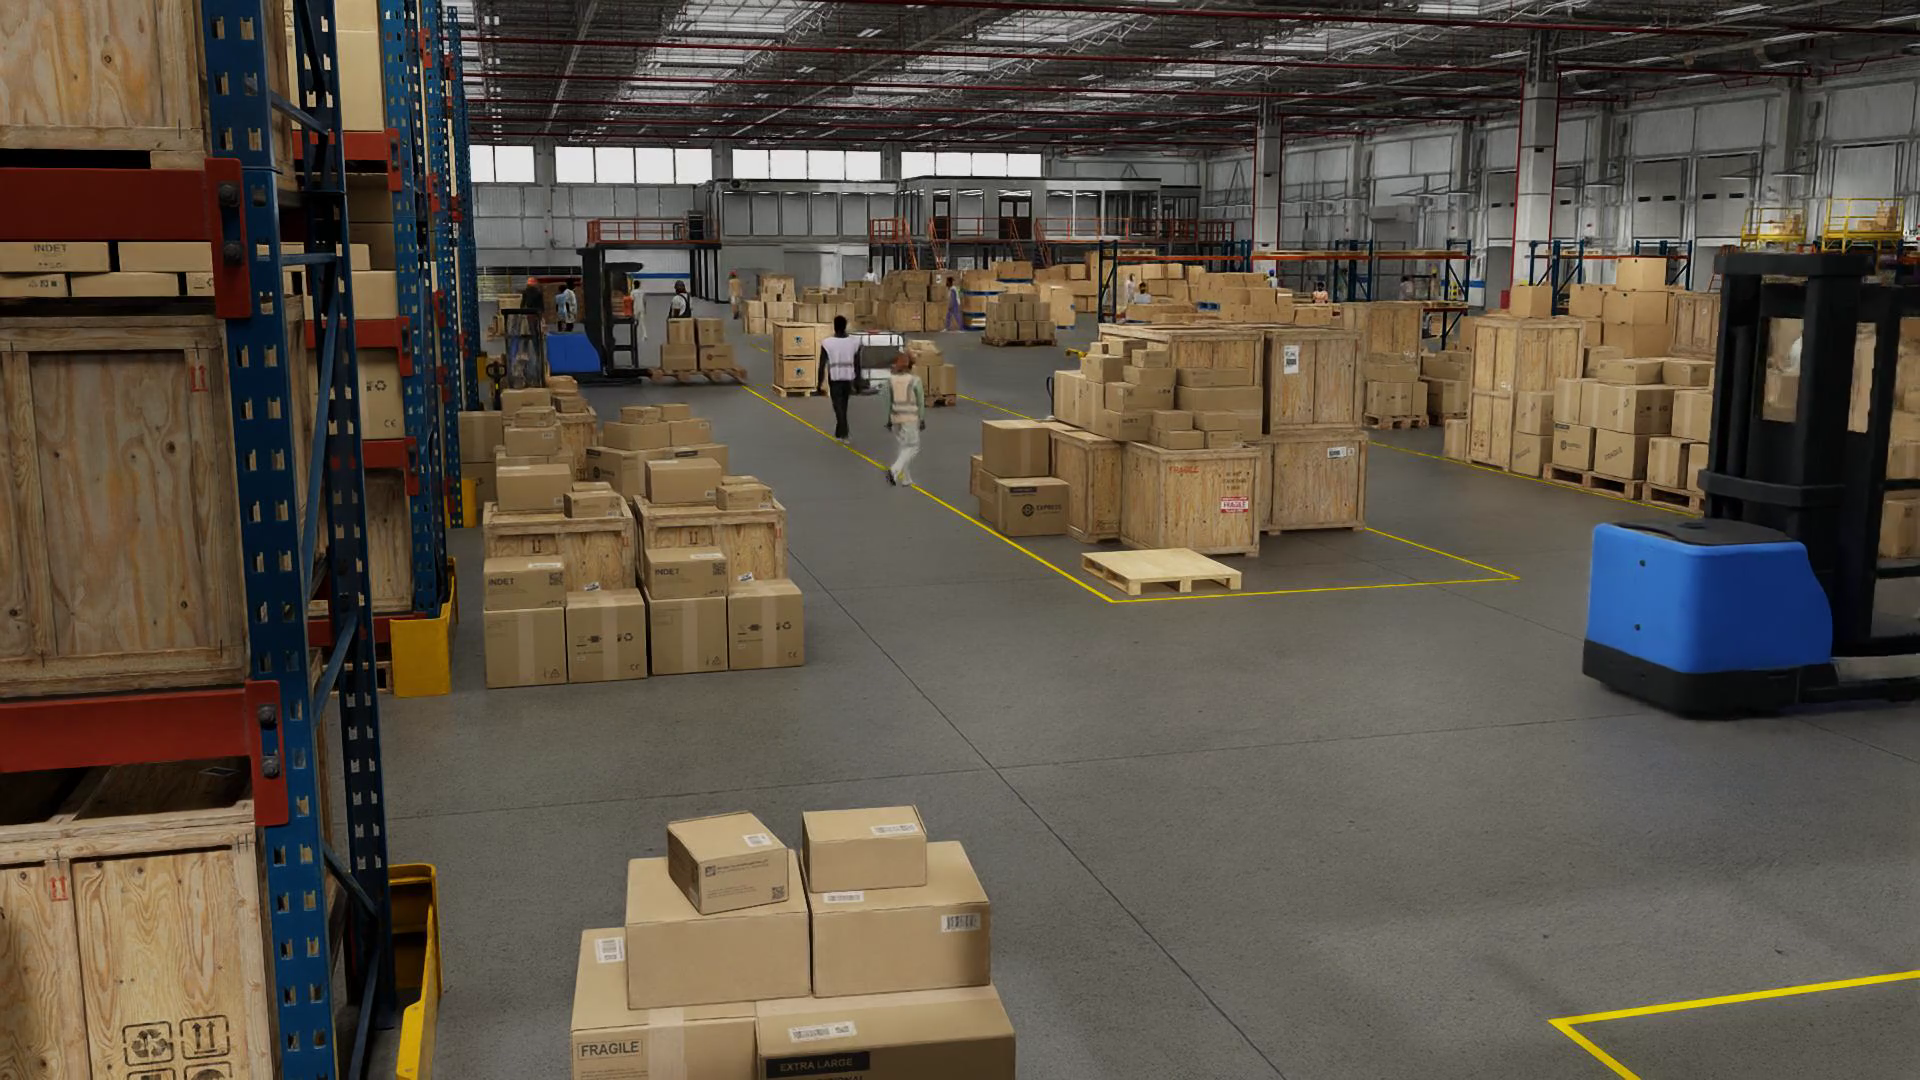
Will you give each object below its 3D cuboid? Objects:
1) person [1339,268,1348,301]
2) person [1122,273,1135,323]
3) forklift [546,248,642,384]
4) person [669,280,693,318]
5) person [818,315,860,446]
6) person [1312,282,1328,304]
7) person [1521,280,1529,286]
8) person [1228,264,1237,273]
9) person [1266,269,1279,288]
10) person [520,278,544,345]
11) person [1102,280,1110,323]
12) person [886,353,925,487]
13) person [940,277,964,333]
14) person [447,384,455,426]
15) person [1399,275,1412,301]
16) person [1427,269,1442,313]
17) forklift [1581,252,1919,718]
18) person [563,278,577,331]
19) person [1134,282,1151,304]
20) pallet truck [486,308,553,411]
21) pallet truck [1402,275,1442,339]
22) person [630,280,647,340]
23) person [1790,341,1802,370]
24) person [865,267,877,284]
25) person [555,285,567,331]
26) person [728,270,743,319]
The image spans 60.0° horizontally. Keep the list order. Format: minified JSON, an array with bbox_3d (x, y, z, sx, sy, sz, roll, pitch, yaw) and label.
[{"bbox_3d":[18.467,-12.077,79.535,0.634,1.825,0.654,8,13,40],"label":"person"},{"bbox_3d":[6.263,-8.787,60.702,0.829,1.904,0.636,8,13,40],"label":"person"},{"bbox_3d":[-7.606,-4.618,34.321,1.873,2.768,1.129,-3,10,-15],"label":"forklift"},{"bbox_3d":[-6.916,-5.380,41.016,0.539,2.000,0.689,5,11,25],"label":"person"},{"bbox_3d":[-1.725,-2.315,24.129,0.605,1.884,0.941,-4,11,-22],"label":"person"},{"bbox_3d":[11.976,-7.733,55.341,0.534,1.693,0.321,5,11,28],"label":"person"},{"bbox_3d":[16.599,-6.724,49.050,0.595,1.897,0.853,8,13,39],"label":"person"},{"bbox_3d":[14.492,-13.765,88.688,0.621,1.974,0.741,-7,12,-35],"label":"person"},{"bbox_3d":[12.560,-9.926,67.024,0.614,1.943,0.405,-6,11,-29],"label":"person"},{"bbox_3d":[-12.562,-6.691,48.727,0.629,1.931,1.060,2,10,11],"label":"person"},{"bbox_3d":[4.919,-7.926,56.270,0.296,1.745,0.485,4,11,21],"label":"person"},{"bbox_3d":[-0.683,-1.410,19.717,0.511,1.617,0.587,8,12,36],"label":"person"},{"bbox_3d":[-0.267,-7.774,55.108,0.929,1.847,0.604,-2,10,-13],"label":"person"},{"bbox_3d":[-6.334,-1.583,20.091,0.430,1.841,0.624,8,13,37],"label":"person"},{"bbox_3d":[16.372,-8.881,61.464,0.650,1.815,0.790,-7,12,-34],"label":"person"},{"bbox_3d":[20.489,-10.754,71.906,0.594,1.887,0.962,2,10,11],"label":"person"},{"bbox_3d":[5.099,-0.409,10.490,1.873,2.768,1.129,-3,10,-15],"label":"forklift"},{"bbox_3d":[-11.313,-6.632,48.311,0.369,1.967,0.601,0,10,2],"label":"person"},{"bbox_3d":[5.158,-6.395,47.329,0.540,1.845,0.693,0,10,2],"label":"person"},{"bbox_3d":[-6.242,-2.418,24.362,0.823,1.965,1.885,1,10,3],"label":"pallet truck"},{"bbox_3d":[14.620,-7.324,52.145,0.823,1.965,1.885,8,13,40],"label":"pallet truck"},{"bbox_3d":[-9.811,-7.021,50.868,0.526,1.845,0.713,-6,11,-29],"label":"person"},{"bbox_3d":[11.222,-1.962,22.000,0.641,1.920,0.647,-1,10,-5],"label":"person"},{"bbox_3d":[-4.406,-12.555,82.211,0.584,1.833,0.968,0,10,-1],"label":"person"},{"bbox_3d":[-12.421,-7.160,52.147,0.534,1.663,0.829,-8,13,-37],"label":"person"},{"bbox_3d":[-8.914,-9.678,65.698,0.583,1.914,0.657,-6,12,-29],"label":"person"}]
